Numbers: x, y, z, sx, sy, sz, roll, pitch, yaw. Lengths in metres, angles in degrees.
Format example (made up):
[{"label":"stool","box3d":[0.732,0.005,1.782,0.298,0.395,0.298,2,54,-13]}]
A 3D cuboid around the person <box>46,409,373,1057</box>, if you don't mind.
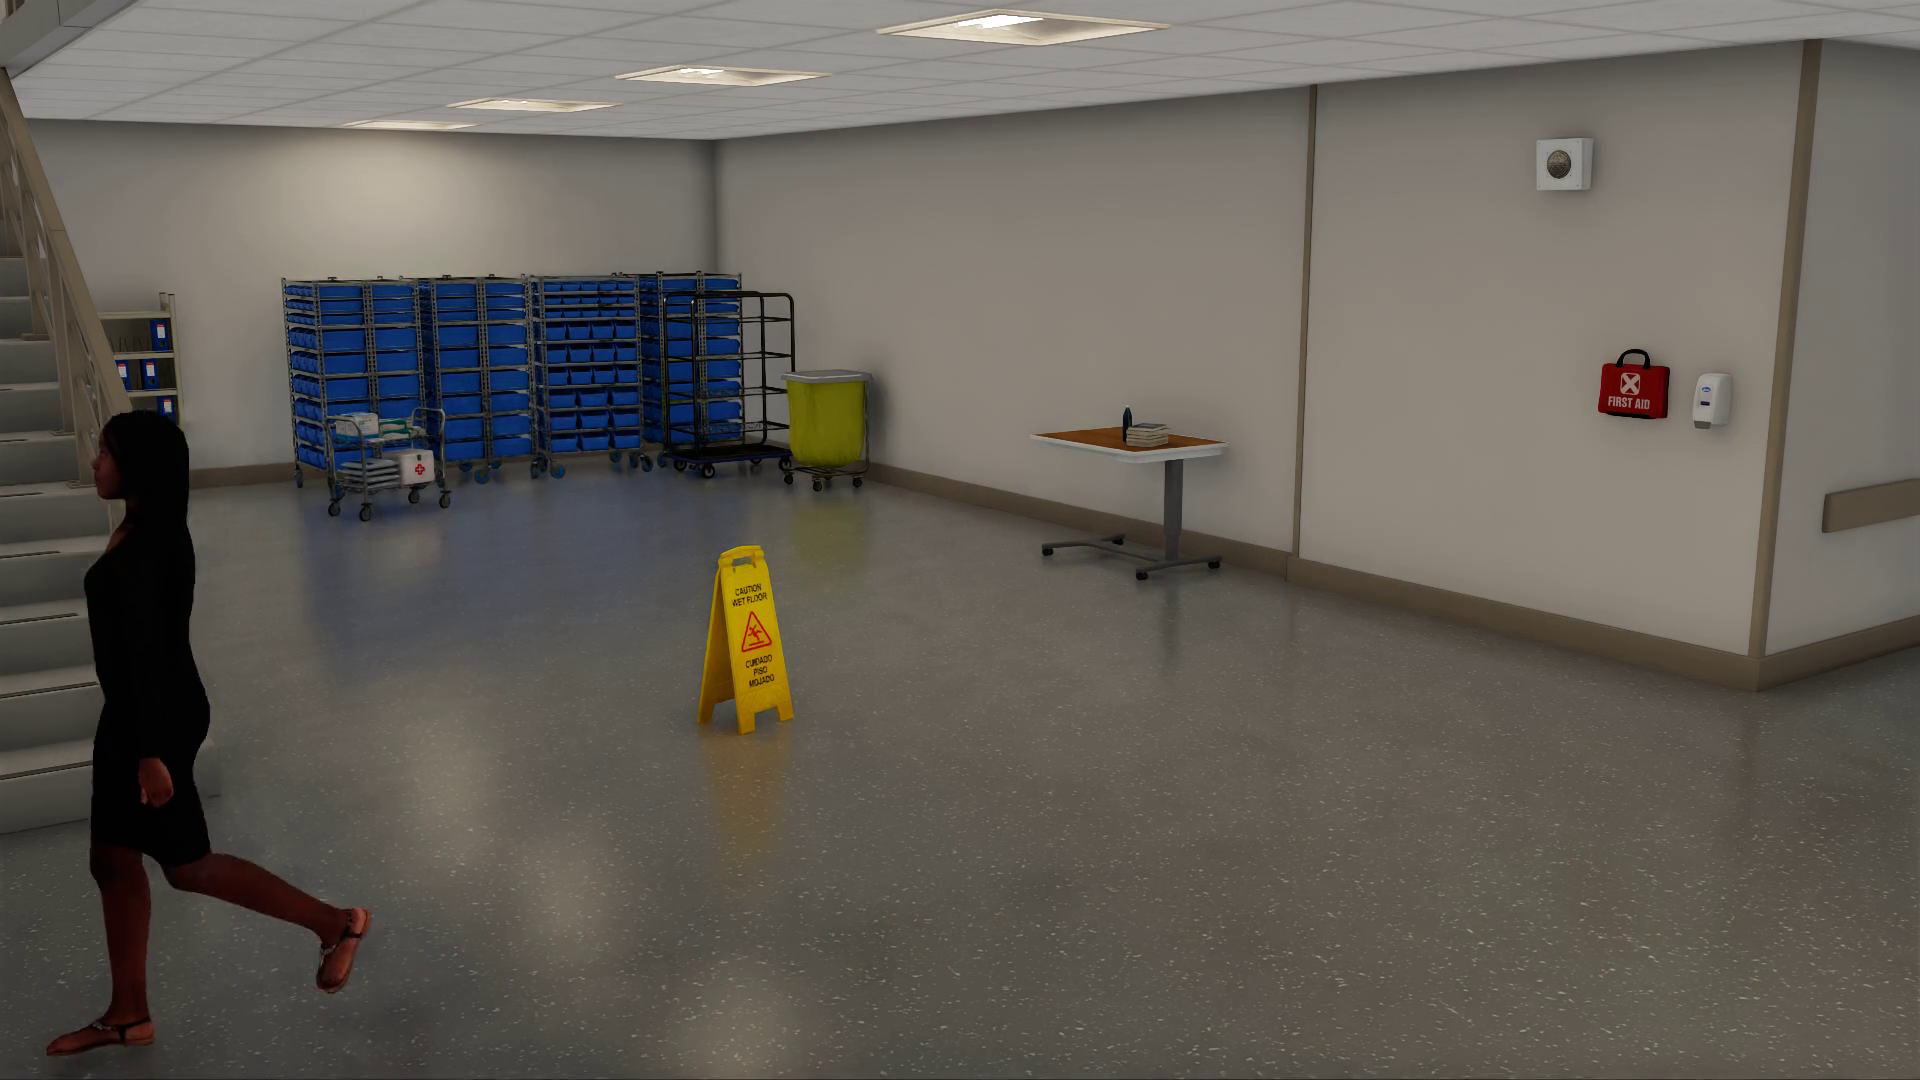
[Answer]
[{"label":"person","box3d":[-2.022,0.521,4.367,0.789,1.700,1.027,-5,12,-24]}]
